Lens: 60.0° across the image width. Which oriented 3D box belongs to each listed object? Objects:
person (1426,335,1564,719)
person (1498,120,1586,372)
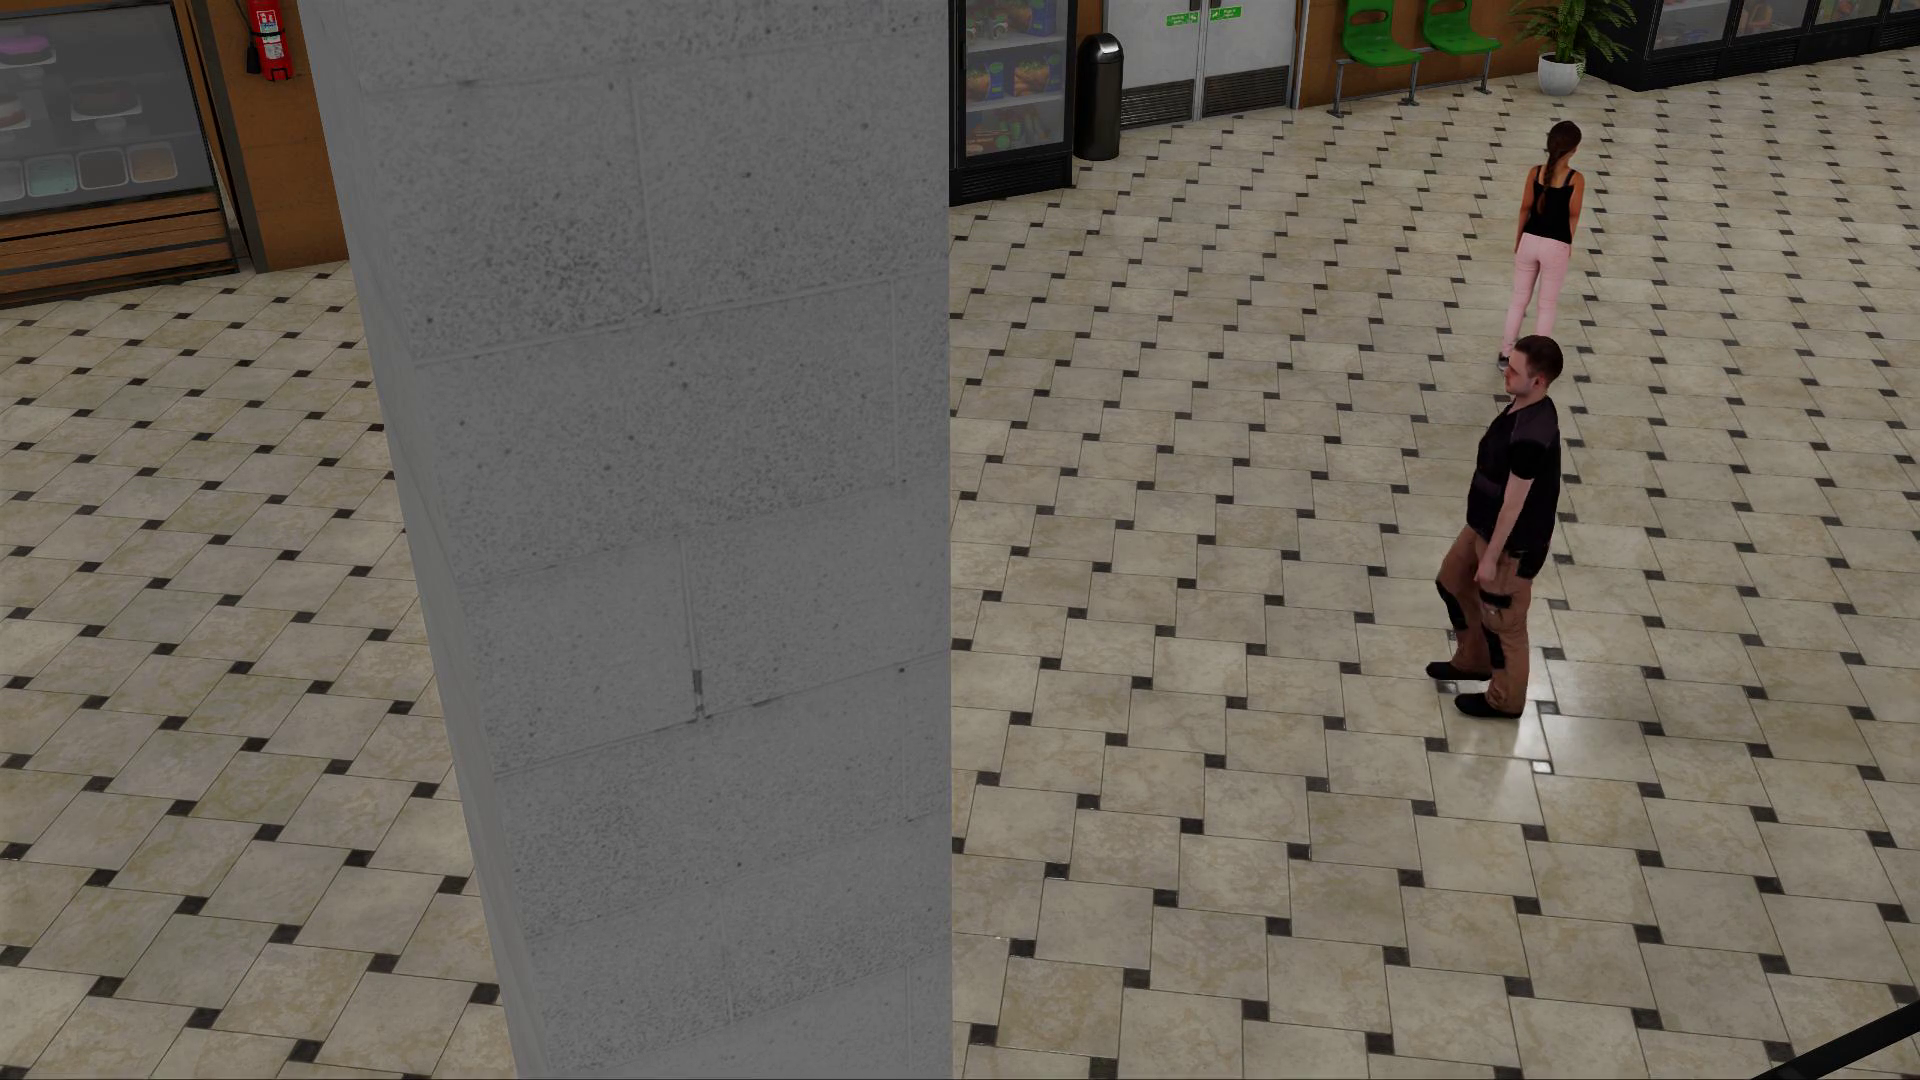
[{"bbox_3d":[2.411,-0.016,7.016,0.901,1.820,0.833,8,33,13],"label":"person"},{"bbox_3d":[3.530,-1.753,10.056,0.565,1.558,0.647,20,37,29],"label":"person"}]
